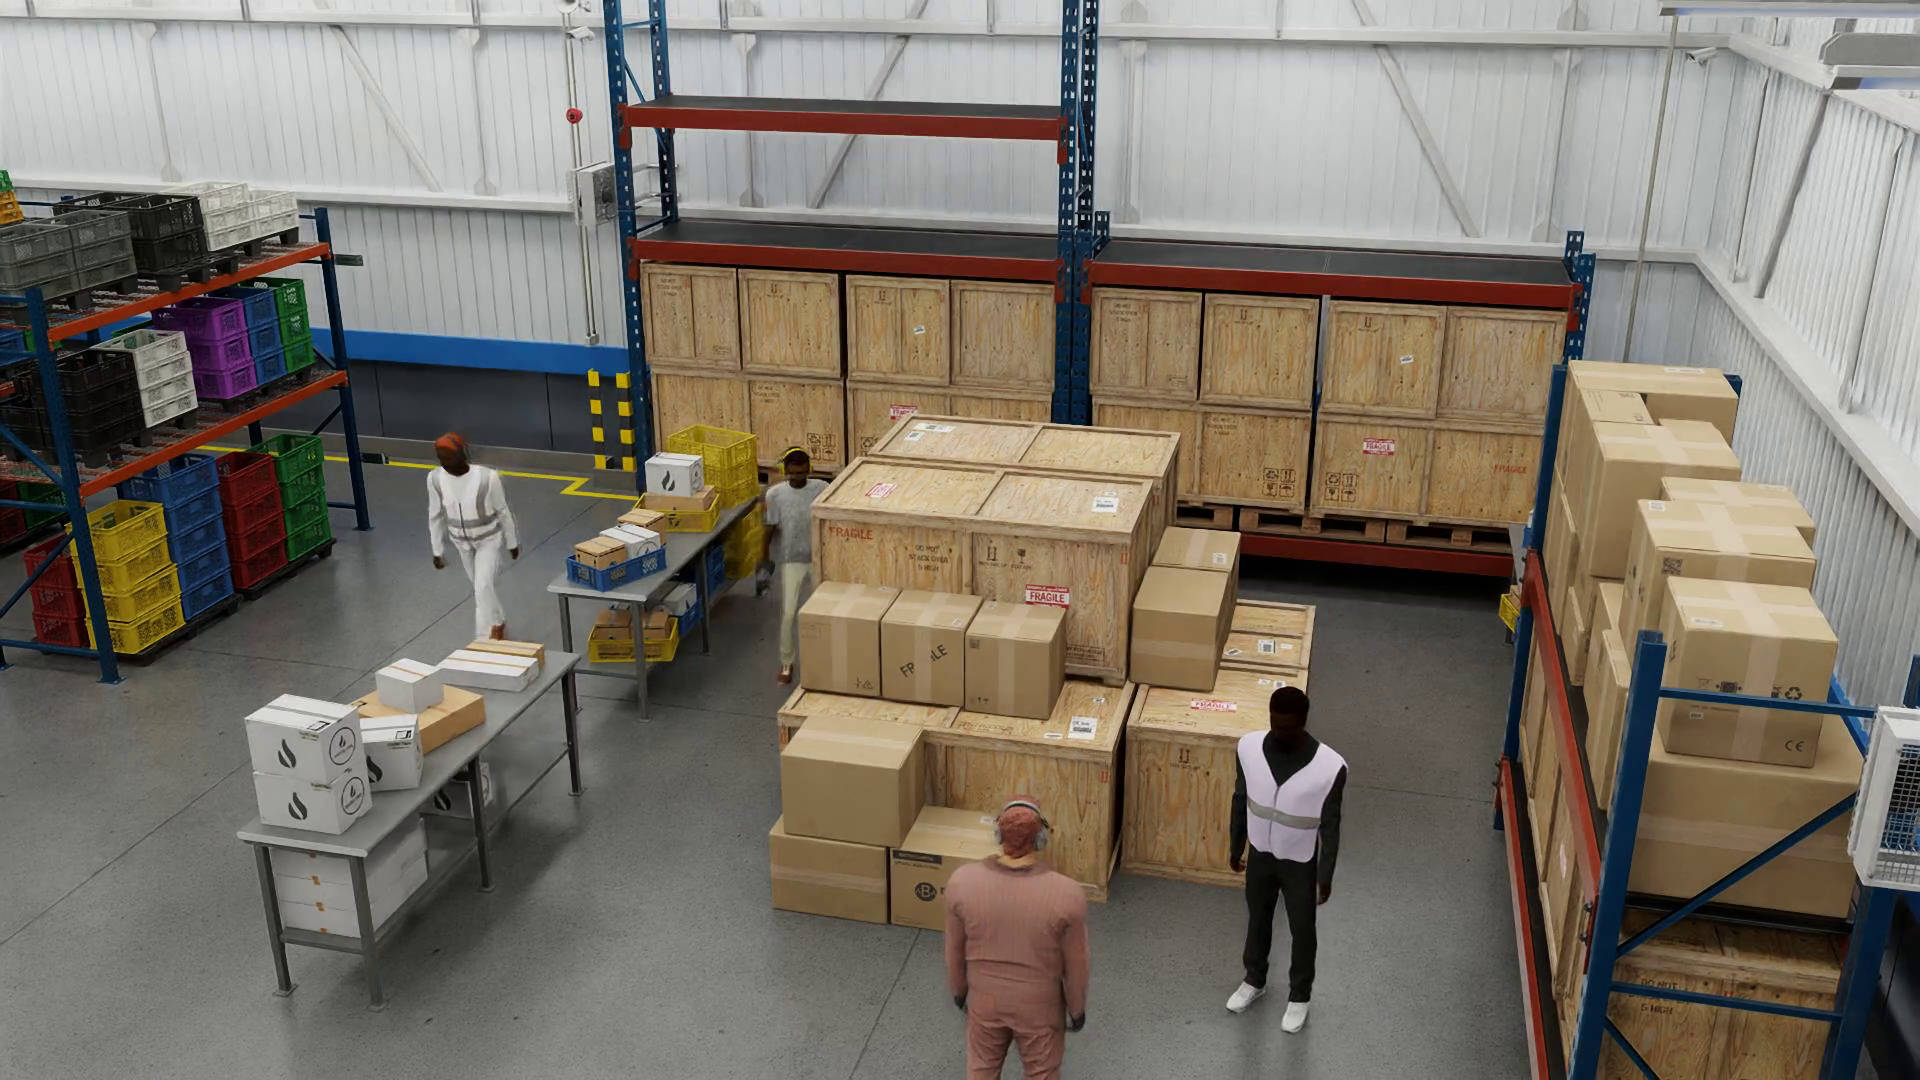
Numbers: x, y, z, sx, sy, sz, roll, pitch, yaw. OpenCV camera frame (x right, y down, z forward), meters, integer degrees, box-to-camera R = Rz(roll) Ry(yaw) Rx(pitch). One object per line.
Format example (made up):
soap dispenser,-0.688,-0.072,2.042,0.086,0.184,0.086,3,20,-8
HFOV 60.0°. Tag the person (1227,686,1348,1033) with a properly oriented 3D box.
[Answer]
person,1.657,1.603,8.537,0.589,1.913,0.374,13,24,30

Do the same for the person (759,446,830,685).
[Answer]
person,-1.132,0.140,12.466,0.769,1.841,0.534,-6,22,-14

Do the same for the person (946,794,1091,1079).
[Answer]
person,0.263,2.019,7.472,0.660,1.899,0.395,6,22,15

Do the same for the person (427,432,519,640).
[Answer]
person,-3.723,0.041,12.707,0.606,1.834,0.963,4,21,10
